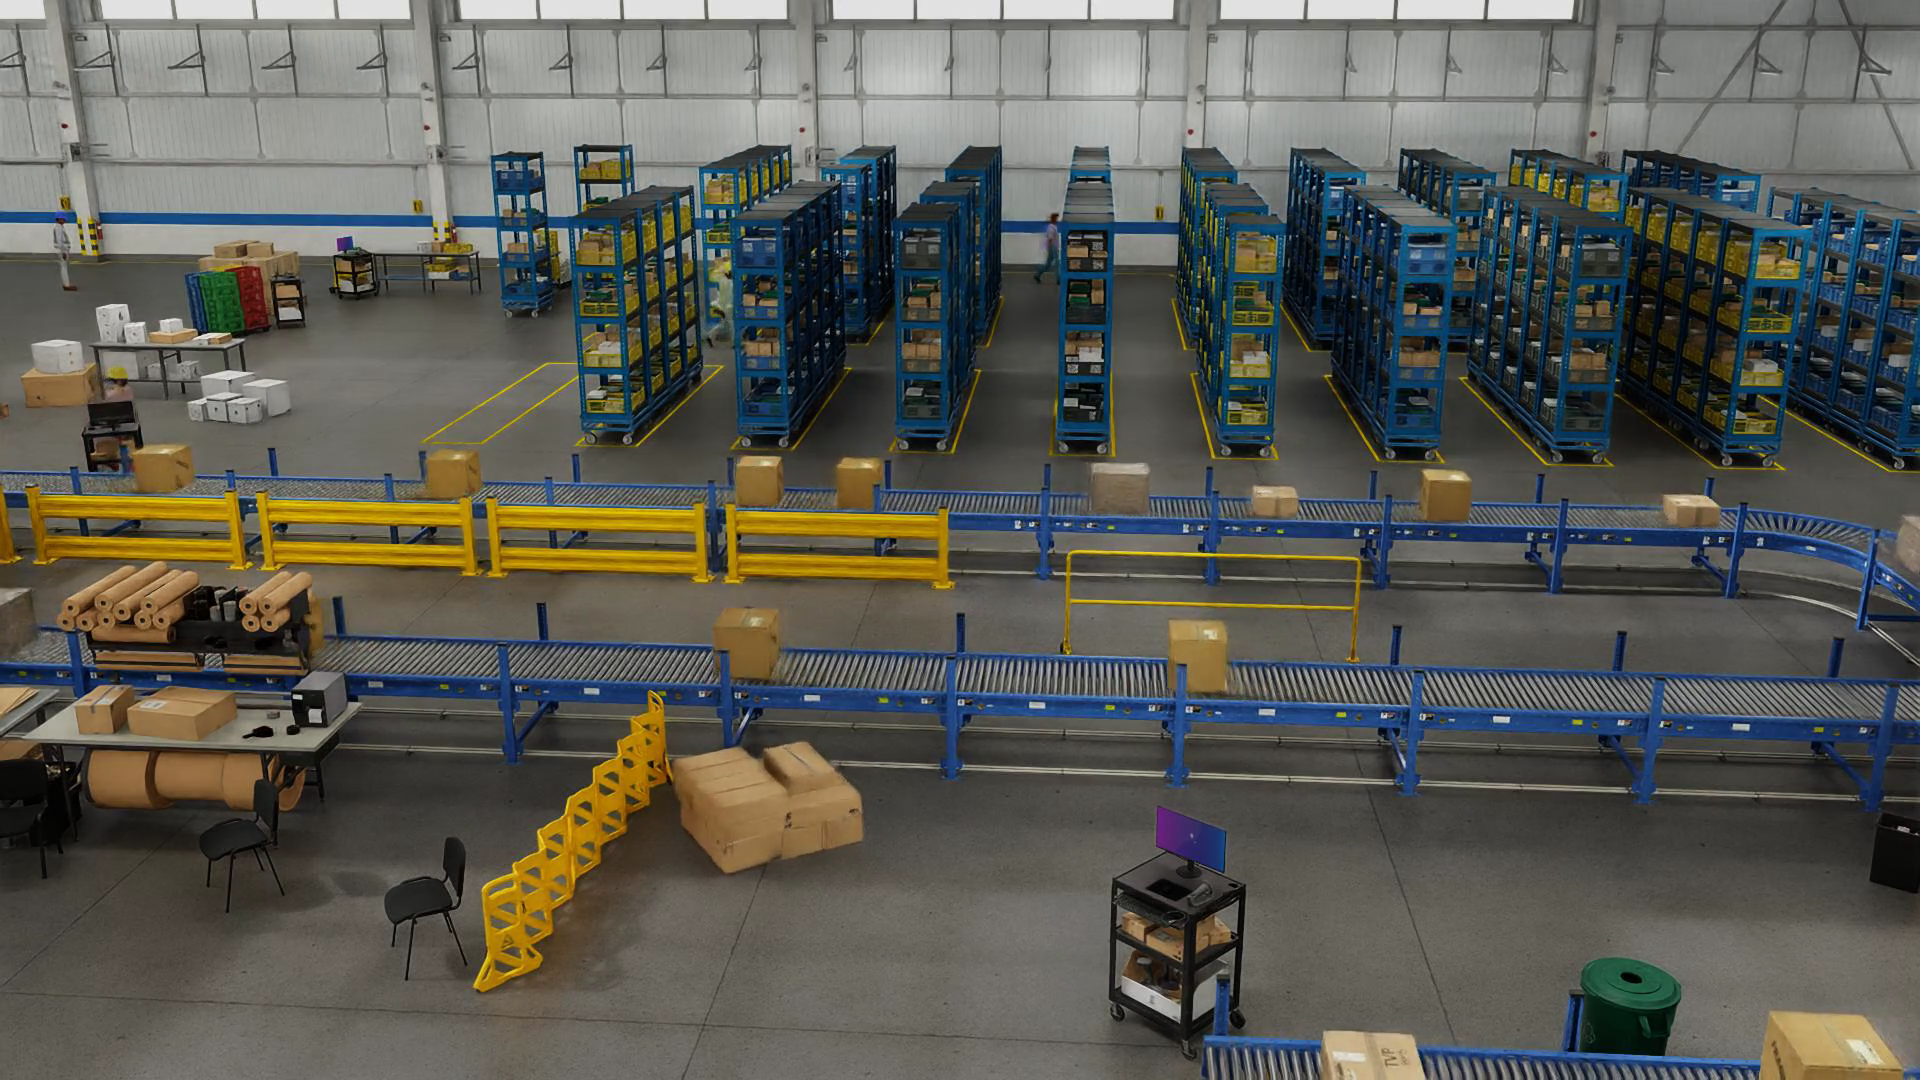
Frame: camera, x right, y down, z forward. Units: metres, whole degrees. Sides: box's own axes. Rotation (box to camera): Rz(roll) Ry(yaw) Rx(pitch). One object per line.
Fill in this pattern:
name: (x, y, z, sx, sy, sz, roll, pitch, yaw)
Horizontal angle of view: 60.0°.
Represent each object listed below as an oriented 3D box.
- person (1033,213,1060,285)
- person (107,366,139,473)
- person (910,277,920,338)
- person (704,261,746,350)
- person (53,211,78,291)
person: (2.289, -7.319, 41.803, 0.838, 1.820, 0.570, 1, 18, 3)
person: (-12.081, -1.661, 23.964, 0.620, 1.744, 0.532, 3, 18, 8)
person: (-0.739, -4.307, 31.960, 0.383, 1.993, 0.622, 15, 23, 39)
person: (-4.804, -4.746, 33.689, 0.829, 1.804, 0.604, 1, 18, 2)
person: (-22.070, -7.115, 40.953, 0.403, 1.944, 0.605, -8, 19, -24)
